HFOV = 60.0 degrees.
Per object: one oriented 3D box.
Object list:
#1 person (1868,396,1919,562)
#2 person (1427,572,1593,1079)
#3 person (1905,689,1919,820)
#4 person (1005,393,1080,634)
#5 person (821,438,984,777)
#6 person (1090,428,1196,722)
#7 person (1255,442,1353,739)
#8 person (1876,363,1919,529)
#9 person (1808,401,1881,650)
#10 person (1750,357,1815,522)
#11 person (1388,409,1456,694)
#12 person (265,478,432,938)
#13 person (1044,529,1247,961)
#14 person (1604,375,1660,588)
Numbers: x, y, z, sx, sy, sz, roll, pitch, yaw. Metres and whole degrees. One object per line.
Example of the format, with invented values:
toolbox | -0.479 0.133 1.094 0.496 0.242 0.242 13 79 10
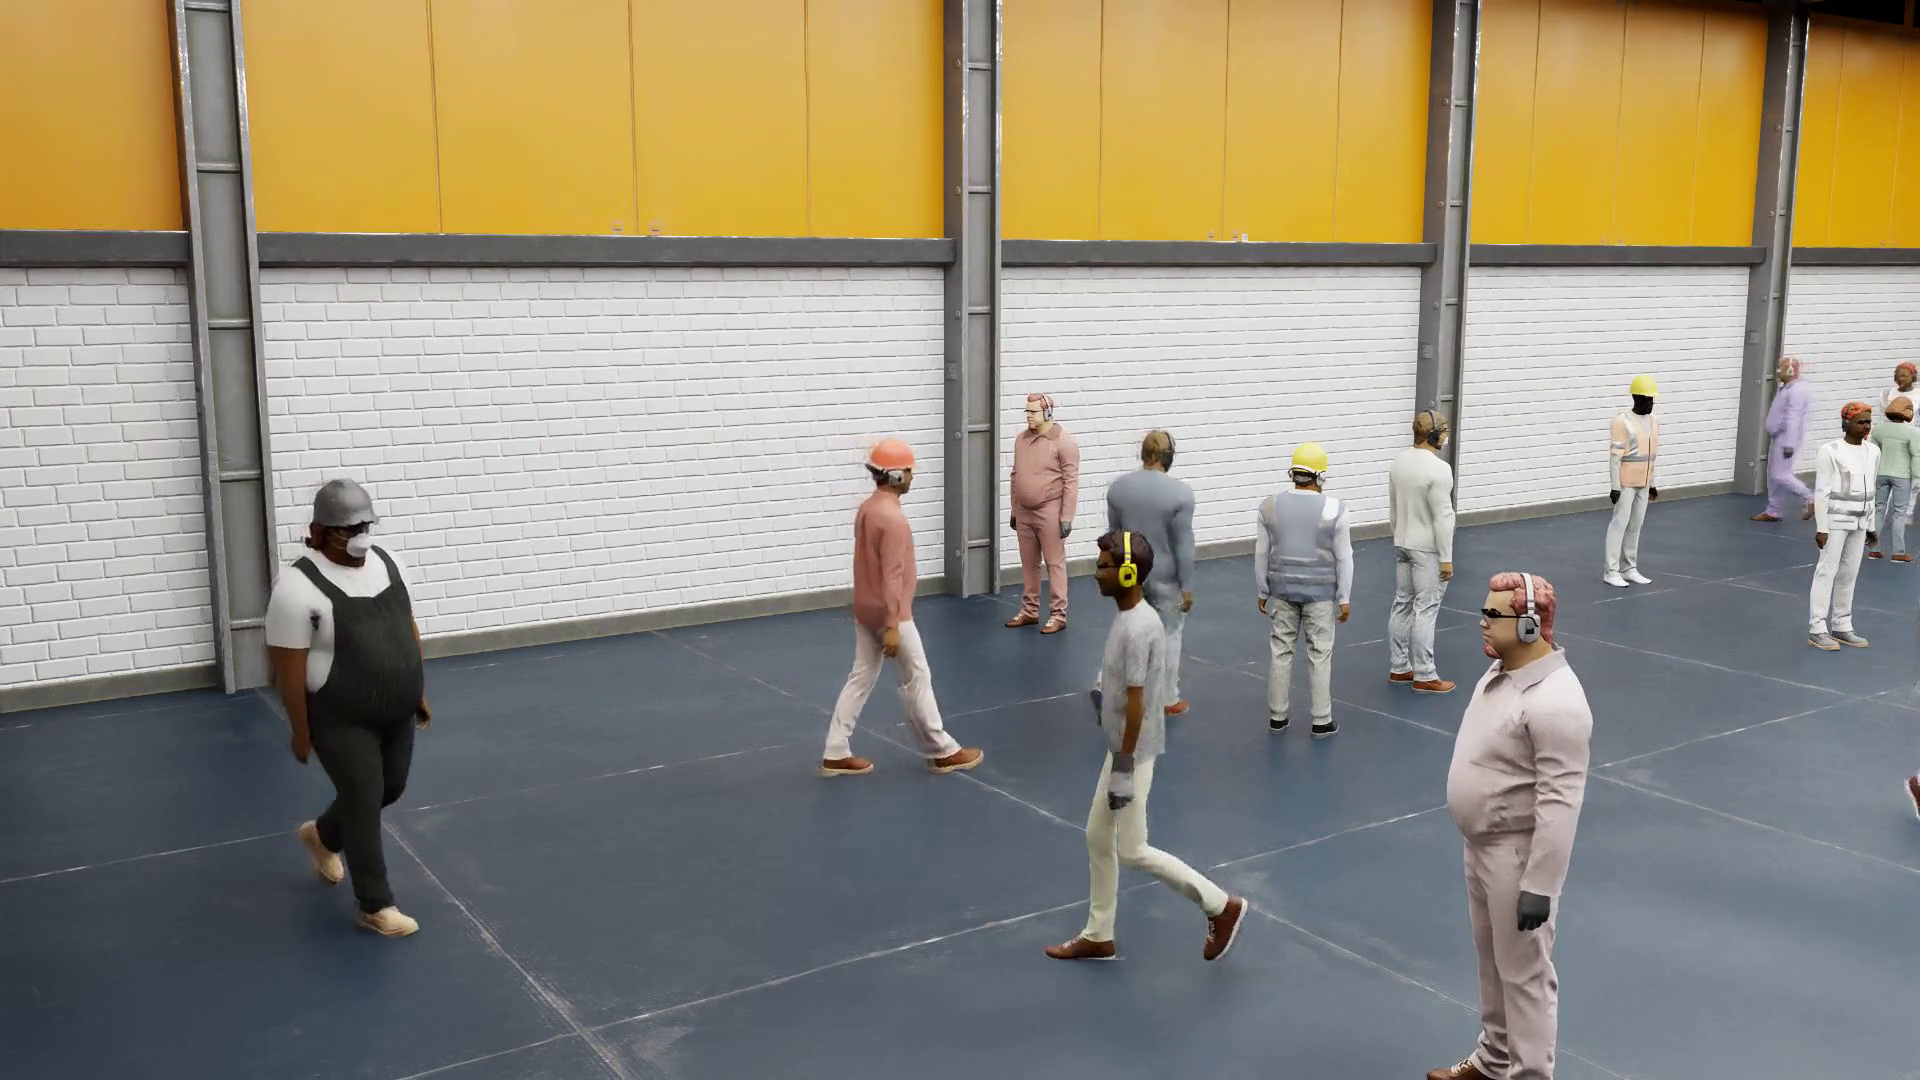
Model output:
person | 9.177 -0.599 16.338 0.282 1.633 0.499 -6 11 -30
person | 1.836 1.048 5.595 0.409 1.907 0.651 0 9 0
person | 5.046 0.646 8.276 0.533 1.832 0.884 -1 9 -5
person | 0.628 -0.212 13.190 0.651 1.906 0.403 9 13 44
person | -0.366 0.391 9.449 0.940 1.947 0.640 -4 10 -23
person | 1.153 0.250 10.460 0.633 1.903 0.866 7 12 37
person | 2.126 0.310 10.265 0.602 1.830 0.404 5 11 26
person | 10.412 -1.039 18.398 0.578 1.832 0.989 8 12 40
person | 6.730 -0.107 12.630 0.574 1.882 0.356 -4 10 -21
person | 9.326 -1.115 18.688 0.603 1.887 0.657 2 10 14
person | 3.156 0.078 11.345 0.372 1.940 0.630 -3 10 -19
person | -2.730 0.685 7.382 0.846 2.000 0.688 5 11 27
person | 0.775 0.876 6.831 0.759 1.848 0.513 0 9 0
person | 6.125 -0.536 15.076 0.594 1.924 0.384 -6 11 -31
